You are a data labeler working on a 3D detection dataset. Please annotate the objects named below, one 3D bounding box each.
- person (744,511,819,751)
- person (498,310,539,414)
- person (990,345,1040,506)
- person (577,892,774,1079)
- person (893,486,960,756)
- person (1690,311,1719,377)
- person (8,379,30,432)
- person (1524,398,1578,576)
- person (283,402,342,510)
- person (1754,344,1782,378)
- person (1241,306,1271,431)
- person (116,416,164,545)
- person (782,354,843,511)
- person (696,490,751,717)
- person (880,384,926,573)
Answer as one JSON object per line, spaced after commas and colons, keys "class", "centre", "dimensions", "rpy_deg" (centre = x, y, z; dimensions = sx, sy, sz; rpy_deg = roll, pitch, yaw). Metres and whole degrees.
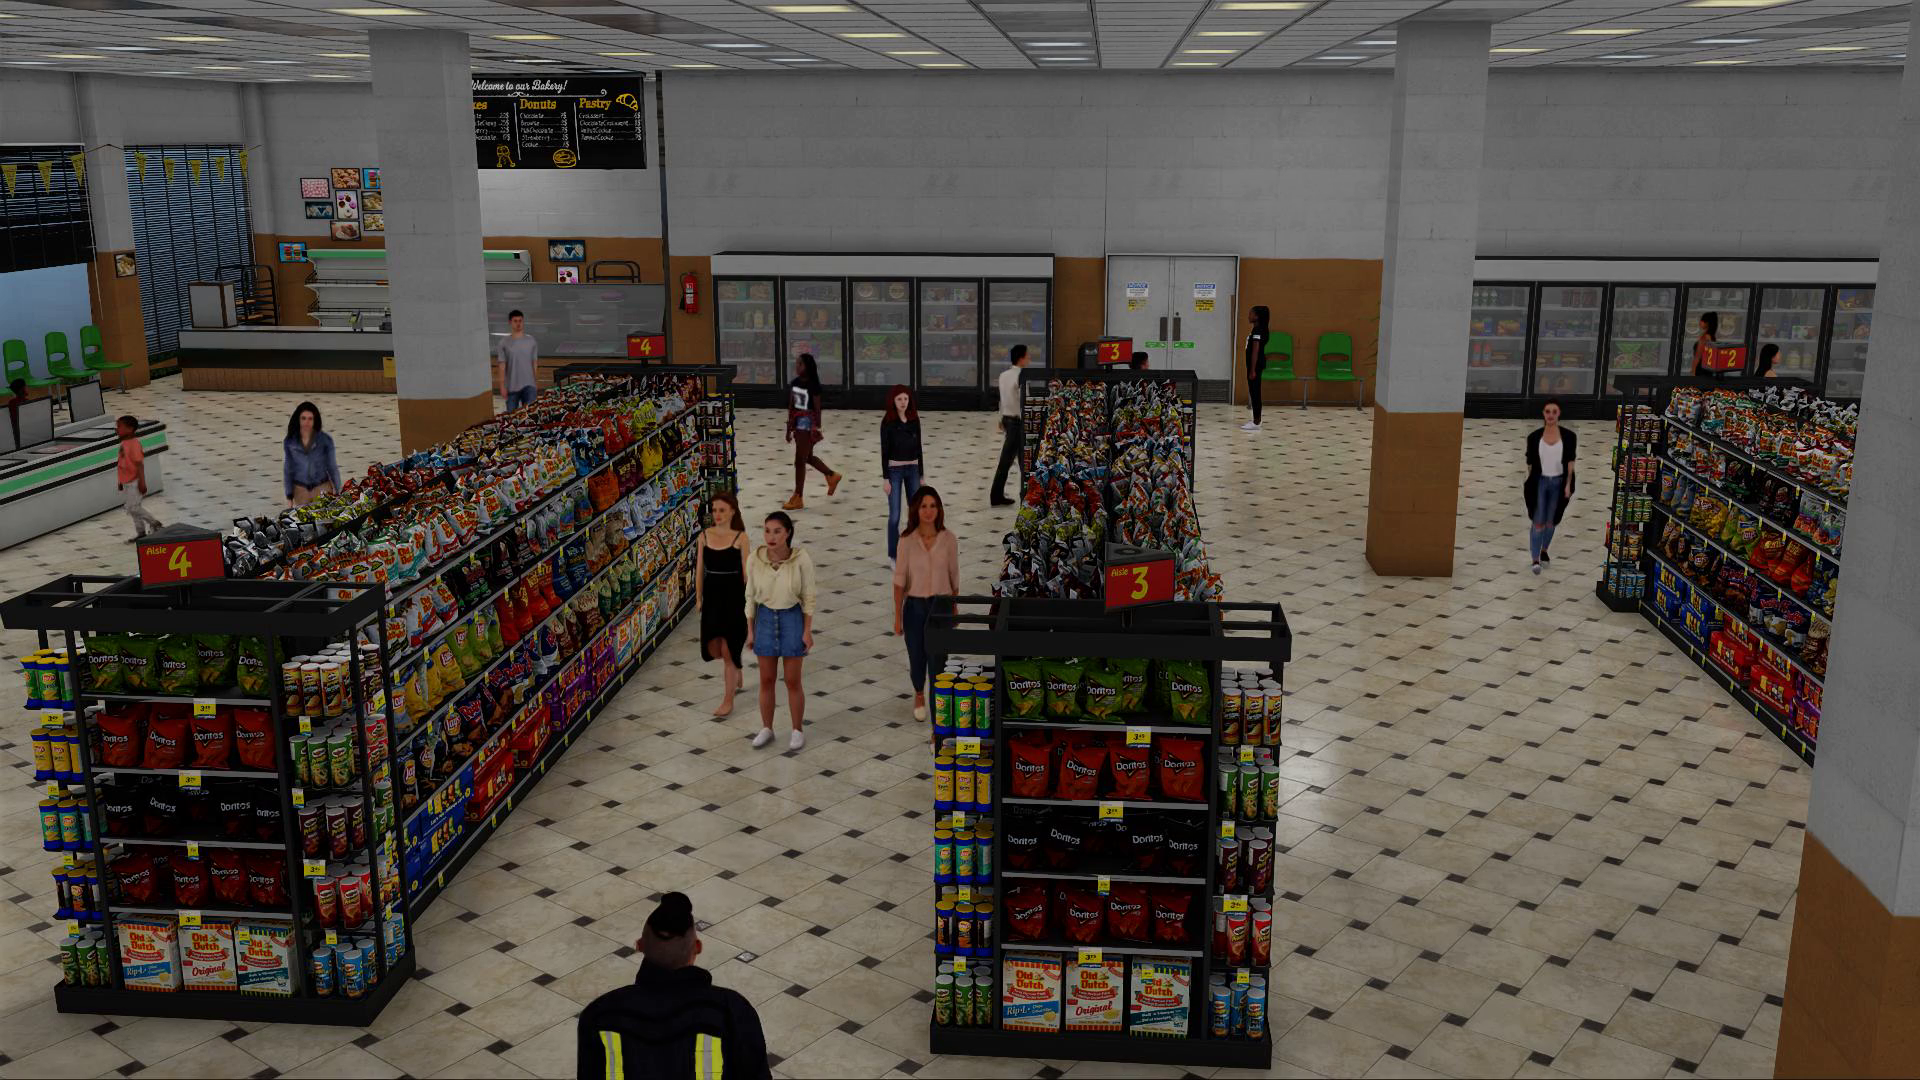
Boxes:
{"class": "person", "centre": [-1.199, 0.596, 11.129], "dimensions": [0.650, 1.630, 0.545], "rpy_deg": [2, 14, 8]}
{"class": "person", "centre": [-5.670, -1.977, 21.286], "dimensions": [1.108, 1.843, 1.312], "rpy_deg": [-7, 15, -27]}
{"class": "person", "centre": [0.519, -1.242, 18.391], "dimensions": [1.022, 1.780, 1.081], "rpy_deg": [-5, 15, -20]}
{"class": "person", "centre": [-0.883, 1.956, 5.049], "dimensions": [0.817, 1.853, 0.764], "rpy_deg": [-1, 14, -2]}
{"class": "person", "centre": [-0.237, 0.502, 11.262], "dimensions": [0.742, 1.750, 1.187], "rpy_deg": [-1, 14, -4]}
{"class": "person", "centre": [10.464, -2.359, 23.280], "dimensions": [0.991, 1.645, 0.960], "rpy_deg": [13, 19, 43]}
{"class": "person", "centre": [-11.070, -1.282, 19.669], "dimensions": [0.501, 1.254, 0.493], "rpy_deg": [2, 14, 8]}
{"class": "person", "centre": [5.543, -0.495, 15.636], "dimensions": [0.785, 1.625, 1.199], "rpy_deg": [4, 14, 16]}
{"class": "person", "centre": [-5.782, -0.369, 14.917], "dimensions": [0.679, 1.719, 1.045], "rpy_deg": [2, 14, 8]}
{"class": "person", "centre": [9.051, -1.330, 18.766], "dimensions": [0.752, 1.773, 0.639], "rpy_deg": [-1, 14, -2]}
{"class": "person", "centre": [4.162, -2.428, 23.386], "dimensions": [0.695, 1.730, 0.540], "rpy_deg": [3, 14, 14]}
{"class": "person", "centre": [-8.296, -0.612, 16.803], "dimensions": [0.706, 1.302, 0.642], "rpy_deg": [-13, 19, -43]}
{"class": "person", "centre": [-1.645, -1.207, 18.418], "dimensions": [1.162, 1.698, 1.088], "rpy_deg": [-12, 18, -41]}
{"class": "person", "centre": [-1.638, 0.423, 11.895], "dimensions": [0.657, 1.604, 0.909], "rpy_deg": [4, 14, 15]}
{"class": "person", "centre": [-0.546, -0.585, 15.665], "dimensions": [0.678, 1.788, 0.712], "rpy_deg": [-7, 15, -26]}
